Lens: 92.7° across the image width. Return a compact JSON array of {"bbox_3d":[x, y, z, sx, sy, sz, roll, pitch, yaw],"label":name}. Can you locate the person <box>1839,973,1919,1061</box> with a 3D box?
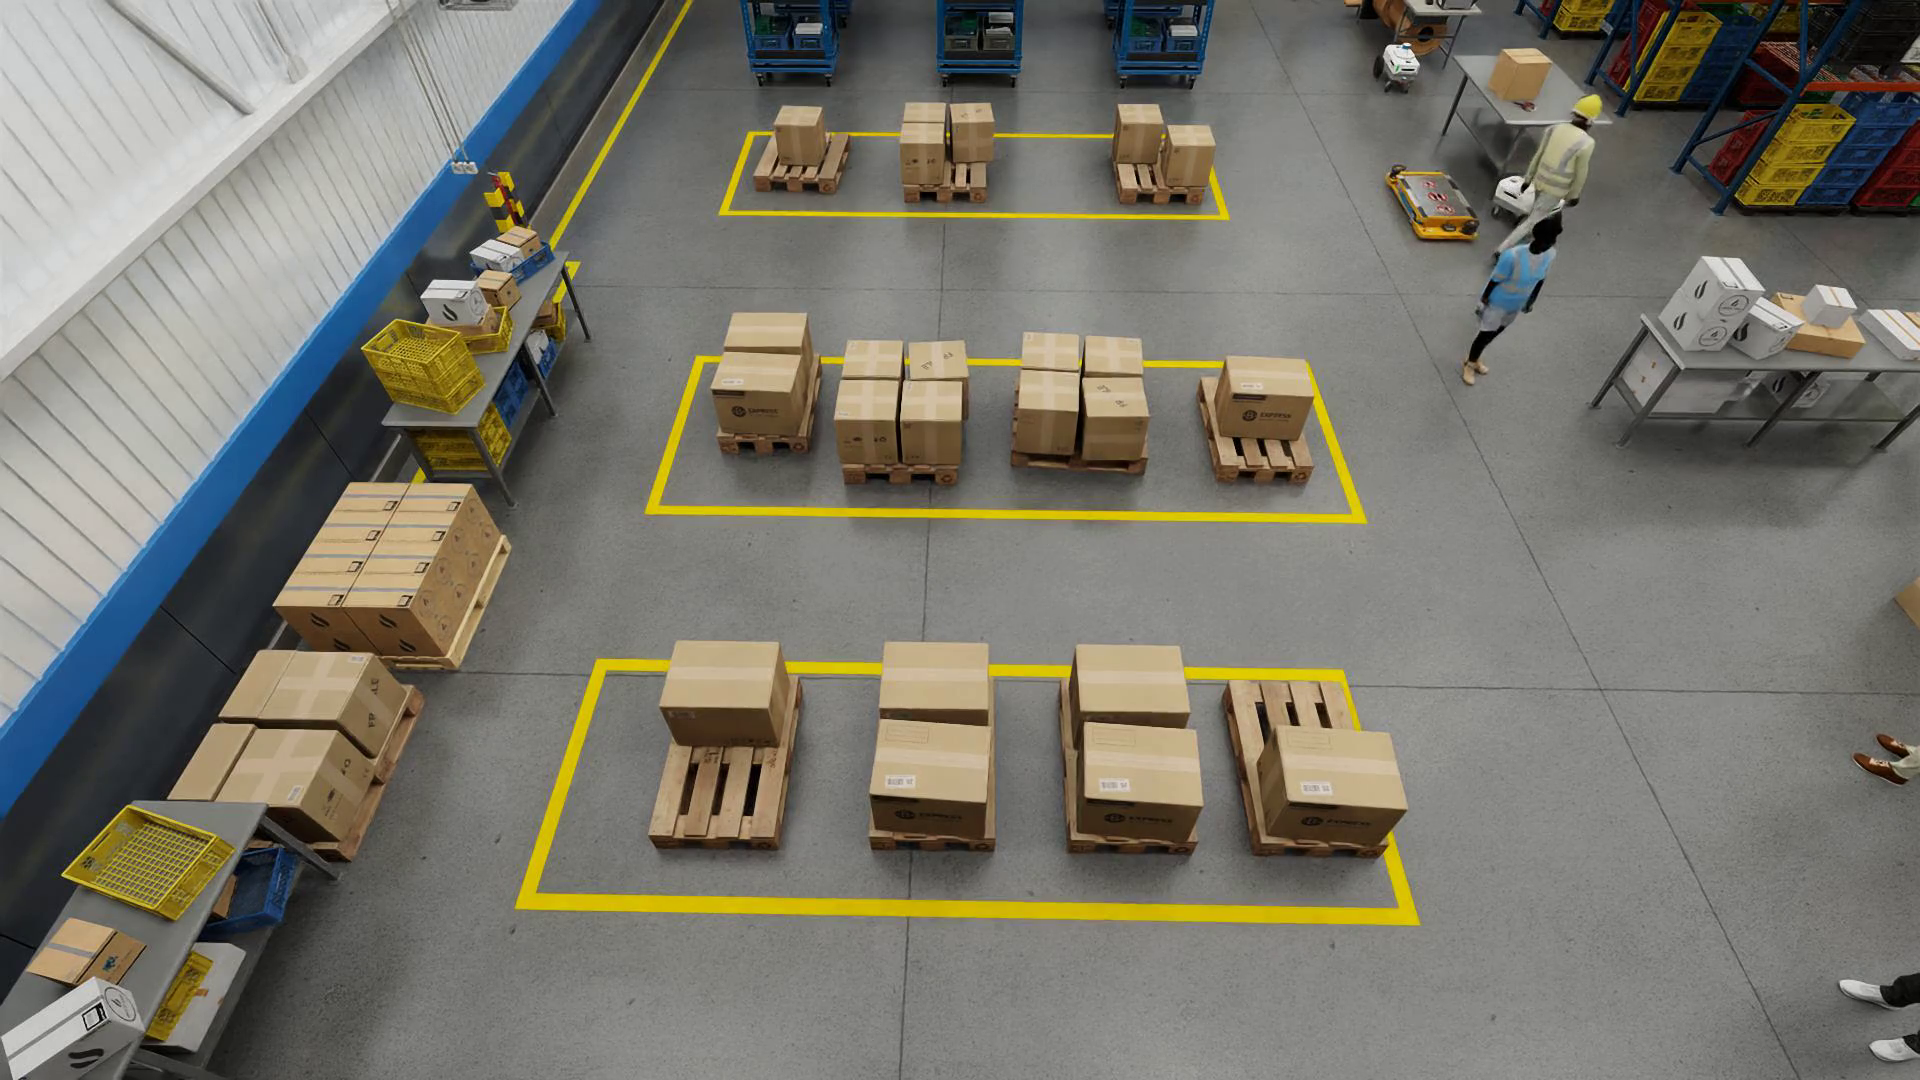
[{"bbox_3d":[5.345,2.172,4.554,0.389,1.919,0.592,5,49,4],"label":"person"}]

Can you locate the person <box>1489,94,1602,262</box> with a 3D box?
[{"bbox_3d":[6.340,-3.830,9.830,0.871,1.800,0.593,-9,50,-8],"label":"person"}]

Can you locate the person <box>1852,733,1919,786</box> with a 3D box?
[{"bbox_3d":[6.420,0.930,5.668,0.507,1.862,0.331,-24,53,-19],"label":"person"}]

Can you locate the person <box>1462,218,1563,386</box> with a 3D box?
[{"bbox_3d":[5.078,-2.204,8.492,0.546,1.687,0.373,-7,50,-6],"label":"person"}]

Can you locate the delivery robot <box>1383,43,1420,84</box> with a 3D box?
[{"bbox_3d":[6.380,-6.917,13.256,0.477,0.478,0.707,2,49,2],"label":"delivery robot"}]

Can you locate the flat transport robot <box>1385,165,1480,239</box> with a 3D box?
[{"bbox_3d":[5.692,-4.094,11.059,0.652,0.197,1.431,1,49,1],"label":"flat transport robot"}]

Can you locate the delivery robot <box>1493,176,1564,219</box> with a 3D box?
[{"bbox_3d":[6.649,-3.998,10.729,0.477,0.478,0.707,-22,53,-18],"label":"delivery robot"}]
